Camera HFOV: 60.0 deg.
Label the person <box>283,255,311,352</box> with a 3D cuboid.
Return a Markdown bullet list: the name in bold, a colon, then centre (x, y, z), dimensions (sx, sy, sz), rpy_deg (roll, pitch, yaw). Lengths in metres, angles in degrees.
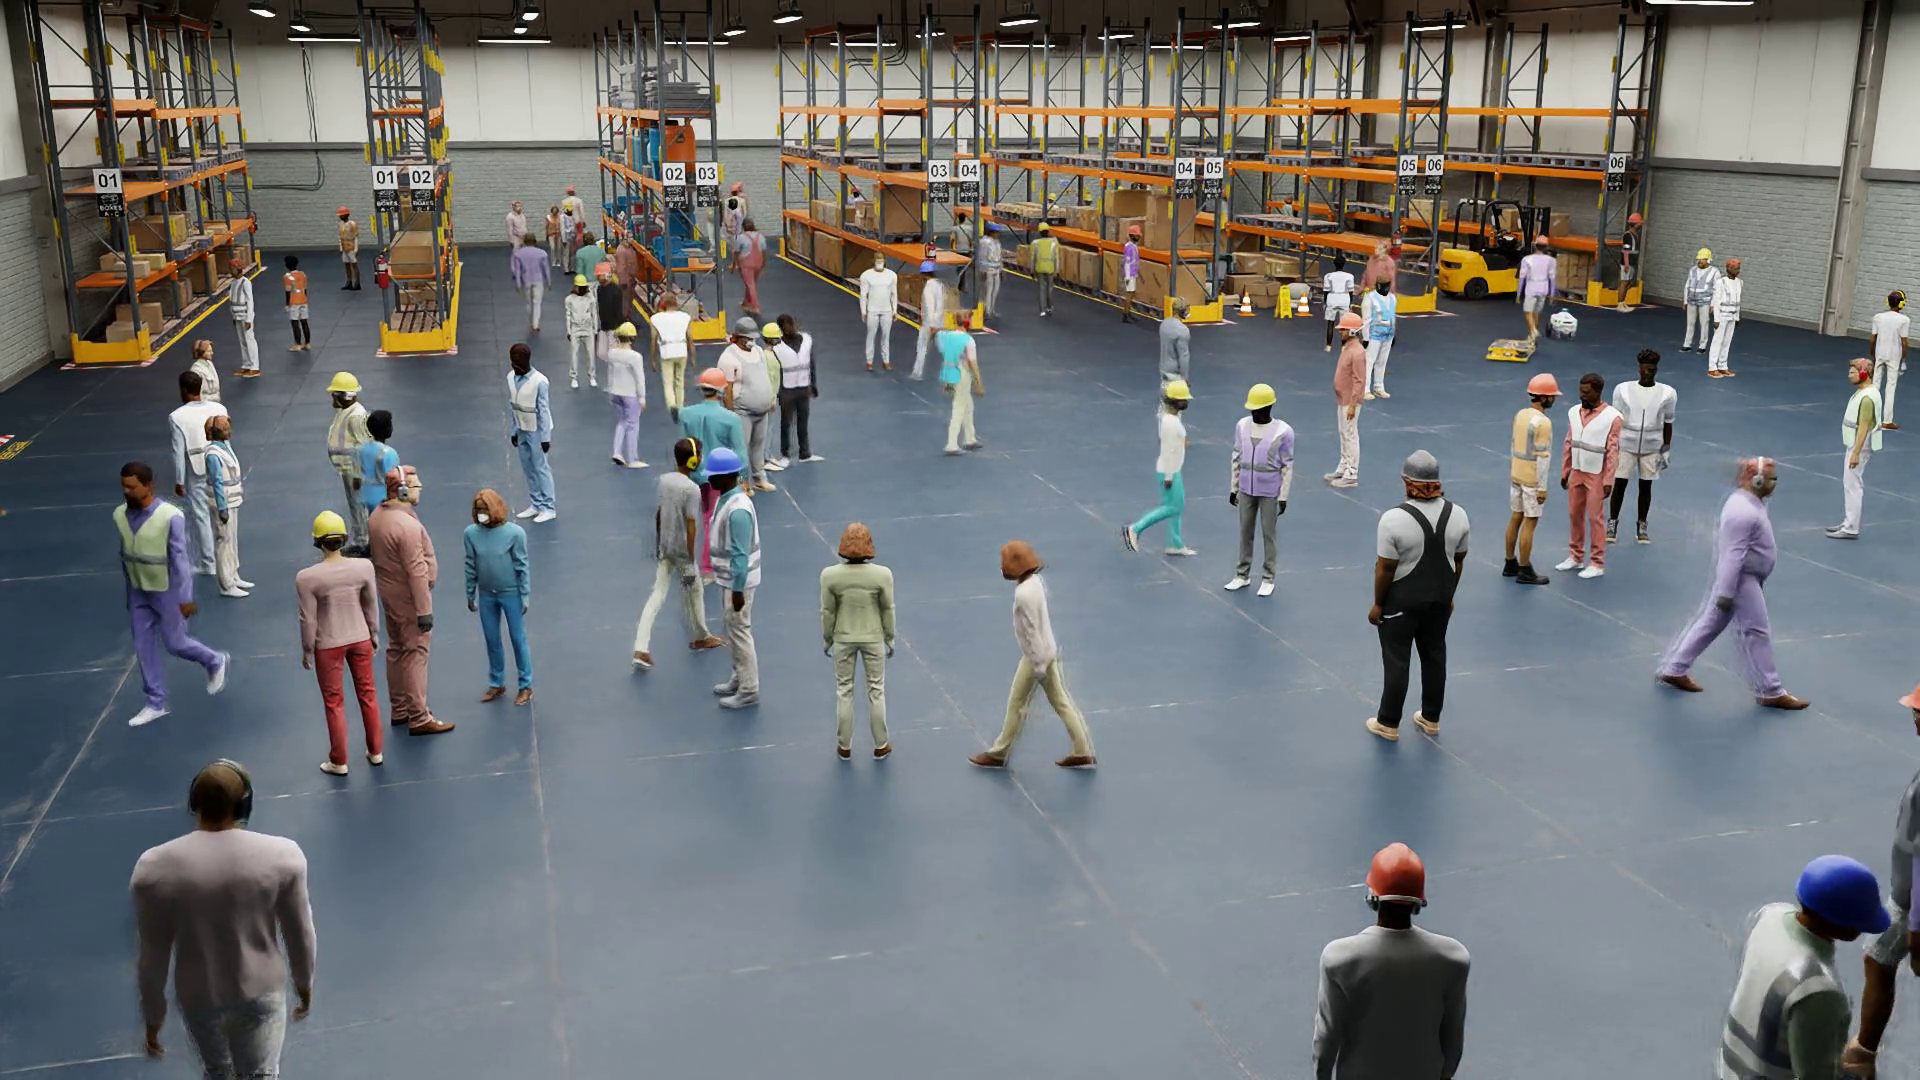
- **person**: centre (-11.660, -4.153, 29.220), dimensions (0.318, 1.701, 0.568), rpy_deg (4, 16, 16)

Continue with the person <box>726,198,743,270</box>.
- **person**: centre (-5.854, -7.952, 43.244), dimensions (0.430, 1.844, 0.624), rpy_deg (-7, 16, -24)

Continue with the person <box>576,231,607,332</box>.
- **person**: centre (-6.949, -4.856, 31.430), dimensions (0.628, 1.932, 0.370), rpy_deg (-13, 20, -40)

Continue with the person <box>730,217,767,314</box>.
- **person**: centre (-4.394, -5.718, 34.454), dimensions (0.695, 2.000, 1.023), rpy_deg (-13, 20, -40)

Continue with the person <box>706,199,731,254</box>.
- **person**: centre (-7.015, -9.166, 47.866), dimensions (0.638, 1.817, 0.669), rpy_deg (14, 20, 42)

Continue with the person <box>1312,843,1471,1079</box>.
- **person**: centre (1.570, 1.947, 6.157), dimensions (0.563, 1.752, 0.327), rpy_deg (-1, 15, -2)

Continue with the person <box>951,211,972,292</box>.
- **person**: centre (0.047, -6.606, 38.172), dimensions (0.517, 1.852, 0.734), rpy_deg (-5, 16, -18)

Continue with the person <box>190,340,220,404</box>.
- **person**: centre (-8.821, -1.531, 19.487), dimensions (0.314, 1.631, 0.518), rpy_deg (-1, 15, -5)

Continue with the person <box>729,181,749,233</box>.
- **person**: centre (-6.487, -9.538, 48.937), dimensions (0.620, 1.987, 0.398), rpy_deg (7, 17, 26)

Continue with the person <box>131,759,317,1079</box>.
- **person**: centre (-2.891, 1.750, 6.658), dimensions (0.634, 1.879, 1.014), rpy_deg (-4, 15, -15)

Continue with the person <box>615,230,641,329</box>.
- **person**: centre (-6.404, -5.031, 32.141), dimensions (0.399, 1.902, 0.644), rpy_deg (1, 15, 5)

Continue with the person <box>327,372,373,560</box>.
- **person**: centre (-5.841, -0.703, 15.973), dimensions (0.404, 1.837, 0.592), rpy_deg (-9, 17, -31)

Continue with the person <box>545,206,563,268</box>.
- **person**: centre (-10.609, -7.961, 43.706), dimensions (0.534, 1.603, 0.787), rpy_deg (-4, 15, -15)

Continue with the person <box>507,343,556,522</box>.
- **person**: centre (-4.497, -1.133, 17.477), dimensions (0.583, 1.903, 0.407), rpy_deg (12, 19, 39)

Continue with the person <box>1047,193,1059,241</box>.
- **person**: centre (2.524, -8.623, 45.808), dimensions (0.404, 1.826, 0.591), rpy_deg (-14, 20, -43)

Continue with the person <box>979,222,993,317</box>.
- **person**: centre (0.542, -5.523, 33.954), dimensions (0.405, 1.923, 0.657), rpy_deg (4, 15, 15)

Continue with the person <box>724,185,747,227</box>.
- **person**: centre (-6.359, -9.023, 47.011), dimensions (0.622, 1.965, 0.752), rpy_deg (-4, 15, -14)

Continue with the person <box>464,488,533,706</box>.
- **person**: centre (-3.383, 0.413, 12.188), dimensions (0.507, 1.623, 0.289), rpy_deg (3, 15, 12)

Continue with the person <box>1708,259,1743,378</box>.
- **person**: centre (12.241, -3.536, 26.548), dimensions (0.577, 1.883, 0.353), rpy_deg (-8, 17, -28)

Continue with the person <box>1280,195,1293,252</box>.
- **person**: centre (9.484, -9.156, 48.170), dimensions (0.287, 1.632, 0.501), rpy_deg (-4, 16, -16)

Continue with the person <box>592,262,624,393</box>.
- **person**: centre (-5.269, -3.231, 25.226), dimensions (0.621, 1.972, 0.533), rpy_deg (12, 19, 39)

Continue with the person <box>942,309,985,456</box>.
- **person**: centre (0.116, -1.968, 20.774), dimensions (0.801, 1.816, 0.579), rpy_deg (-8, 17, -29)

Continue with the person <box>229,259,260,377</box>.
- **person**: centre (-11.480, -3.553, 26.607), dimensions (0.576, 1.884, 0.355), rpy_deg (14, 20, 42)

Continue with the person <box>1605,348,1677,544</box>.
- **person**: centre (6.781, -0.935, 16.598), dimensions (0.607, 1.966, 0.373), rpy_deg (5, 16, 18)

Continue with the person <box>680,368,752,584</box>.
- **person**: centre (-2.211, -0.627, 15.435), dimensions (0.660, 1.955, 0.926), rpy_deg (6, 16, 22)

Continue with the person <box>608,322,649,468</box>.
- **person**: centre (-4.003, -1.732, 20.055), dimensions (0.577, 1.756, 0.406), rpy_deg (9, 17, 30)

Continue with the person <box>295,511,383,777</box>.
- **person**: centre (-4.070, 0.675, 10.924), dimensions (0.533, 1.768, 0.310), rpy_deg (-14, 20, -42)

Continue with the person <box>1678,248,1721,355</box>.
- **person**: centre (12.879, -4.154, 28.966), dimensions (0.404, 1.831, 0.600), rpy_deg (-12, 19, -37)

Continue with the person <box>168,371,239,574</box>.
- **person**: centre (-7.062, -0.628, 15.557), dimensions (0.388, 1.910, 0.593), rpy_deg (8, 17, 27)

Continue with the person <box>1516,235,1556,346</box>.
- **person**: centre (10.278, -4.409, 29.604), dimensions (0.630, 2.008, 0.840), rpy_deg (1, 15, 5)

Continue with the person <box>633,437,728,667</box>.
- **person**: centre (-2.269, 0.092, 13.060), dimensions (0.620, 1.815, 0.980), rpy_deg (12, 19, 38)

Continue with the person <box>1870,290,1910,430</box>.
- **person**: centre (12.497, -2.421, 22.375), dimensions (0.328, 1.872, 0.510), rpy_deg (-10, 18, -32)

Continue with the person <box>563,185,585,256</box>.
- **person**: centre (-10.874, -8.983, 46.845), dimensions (0.648, 1.980, 0.464), rpy_deg (4, 15, 14)

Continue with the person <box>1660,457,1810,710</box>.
- **person**: centre (5.738, 0.293, 12.204), dimensions (1.013, 1.858, 0.665), rpy_deg (7, 16, 23)

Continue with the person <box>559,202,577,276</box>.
- **person**: centre (-9.831, -7.573, 41.833), dimensions (0.404, 1.829, 0.600), rpy_deg (3, 15, 12)

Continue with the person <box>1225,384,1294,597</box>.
- **person**: centre (2.673, -0.452, 14.873), dimensions (0.585, 1.917, 0.381), rpy_deg (11, 19, 37)

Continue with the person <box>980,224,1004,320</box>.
- **person**: centre (0.617, -5.406, 33.559), dimensions (0.395, 1.902, 0.715), rpy_deg (9, 17, 30)

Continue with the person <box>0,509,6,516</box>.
- **person**: centre (-10.388, -1.146, 17.448), dimensions (0.354, 1.936, 0.635), rpy_deg (0, 15, 0)
